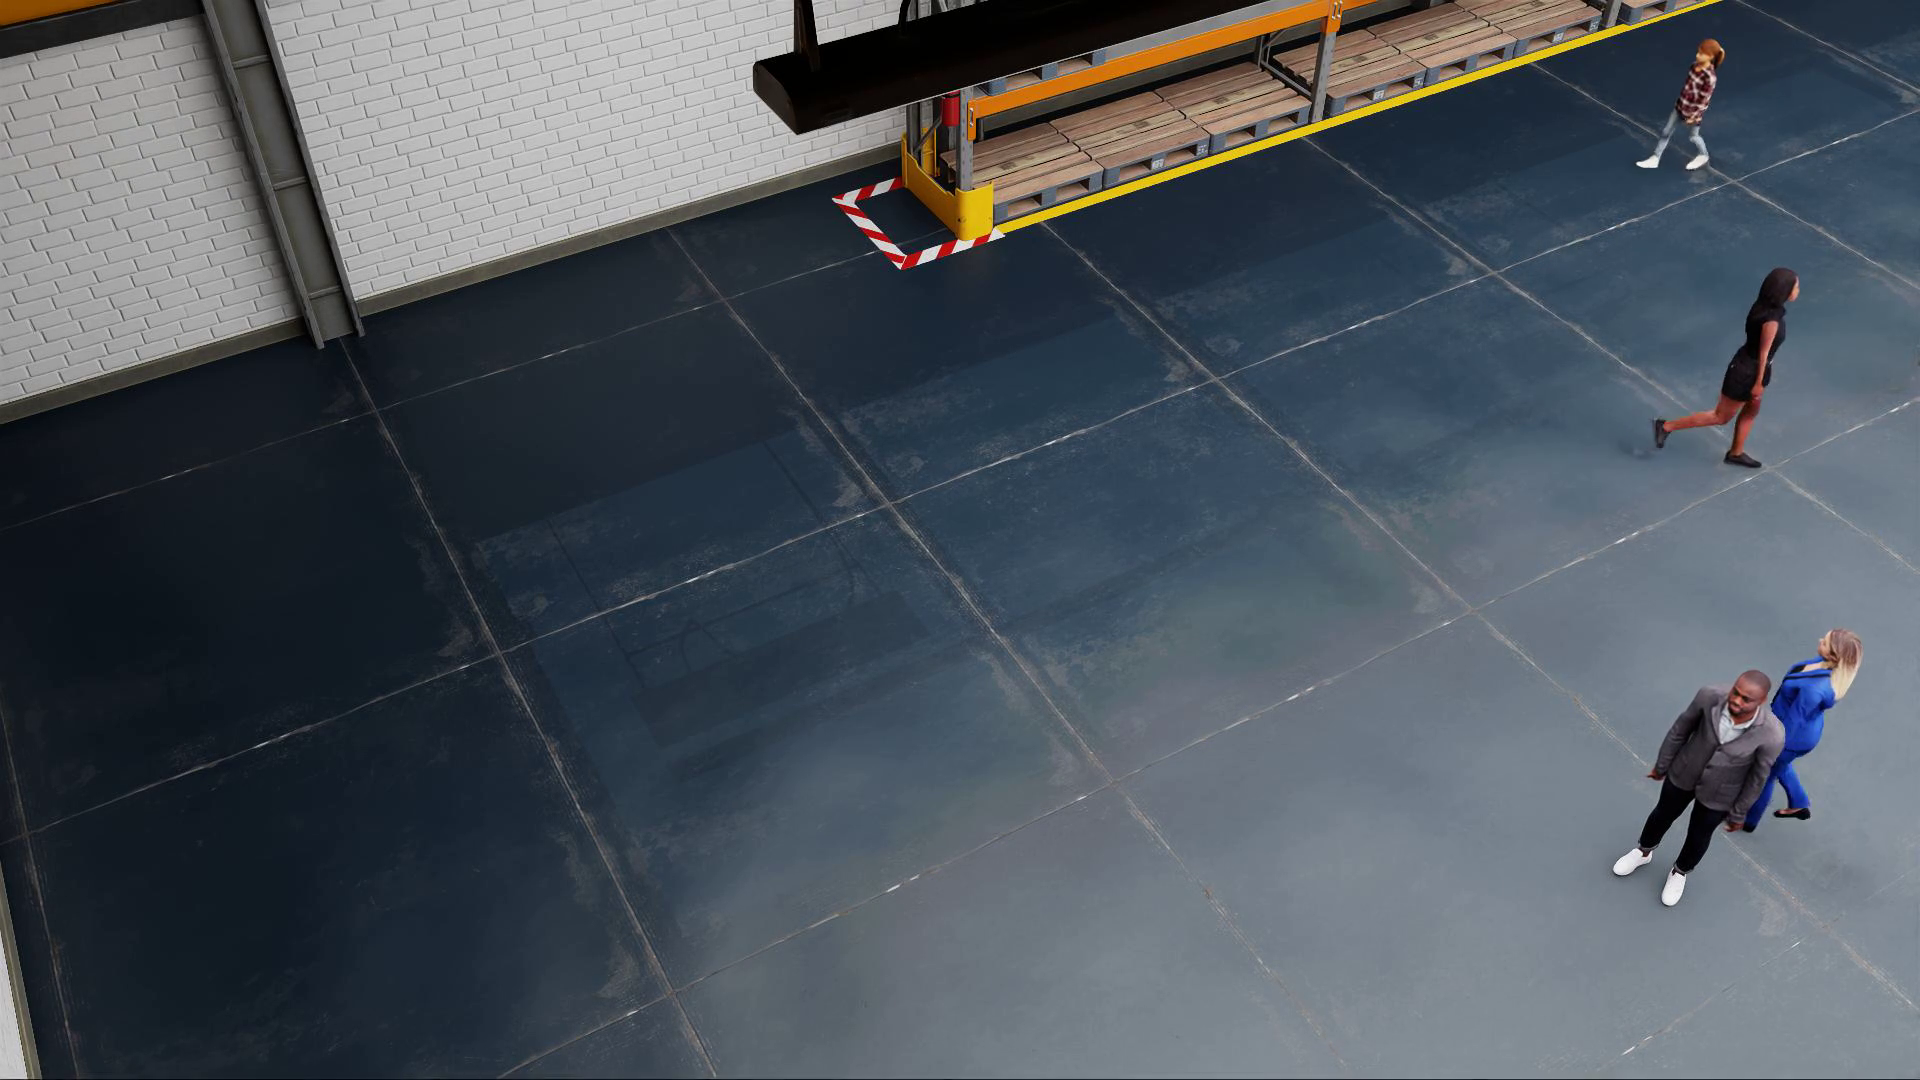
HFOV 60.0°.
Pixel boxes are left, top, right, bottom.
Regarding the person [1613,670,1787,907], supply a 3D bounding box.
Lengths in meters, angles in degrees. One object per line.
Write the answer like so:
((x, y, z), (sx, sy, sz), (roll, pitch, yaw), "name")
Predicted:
((4.188, 1.353, 9.336), (0.666, 1.818, 0.766), (-32, 52, -29), "person")

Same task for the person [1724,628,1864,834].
((4.903, 1.167, 9.624), (0.818, 1.691, 0.771), (29, 51, 27), "person")

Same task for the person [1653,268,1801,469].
((5.642, -1.221, 12.110), (1.048, 1.719, 1.085), (16, 46, 17), "person")

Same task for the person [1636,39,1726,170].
((6.797, -3.982, 15.320), (0.959, 1.289, 0.681), (-10, 45, -10), "person")
